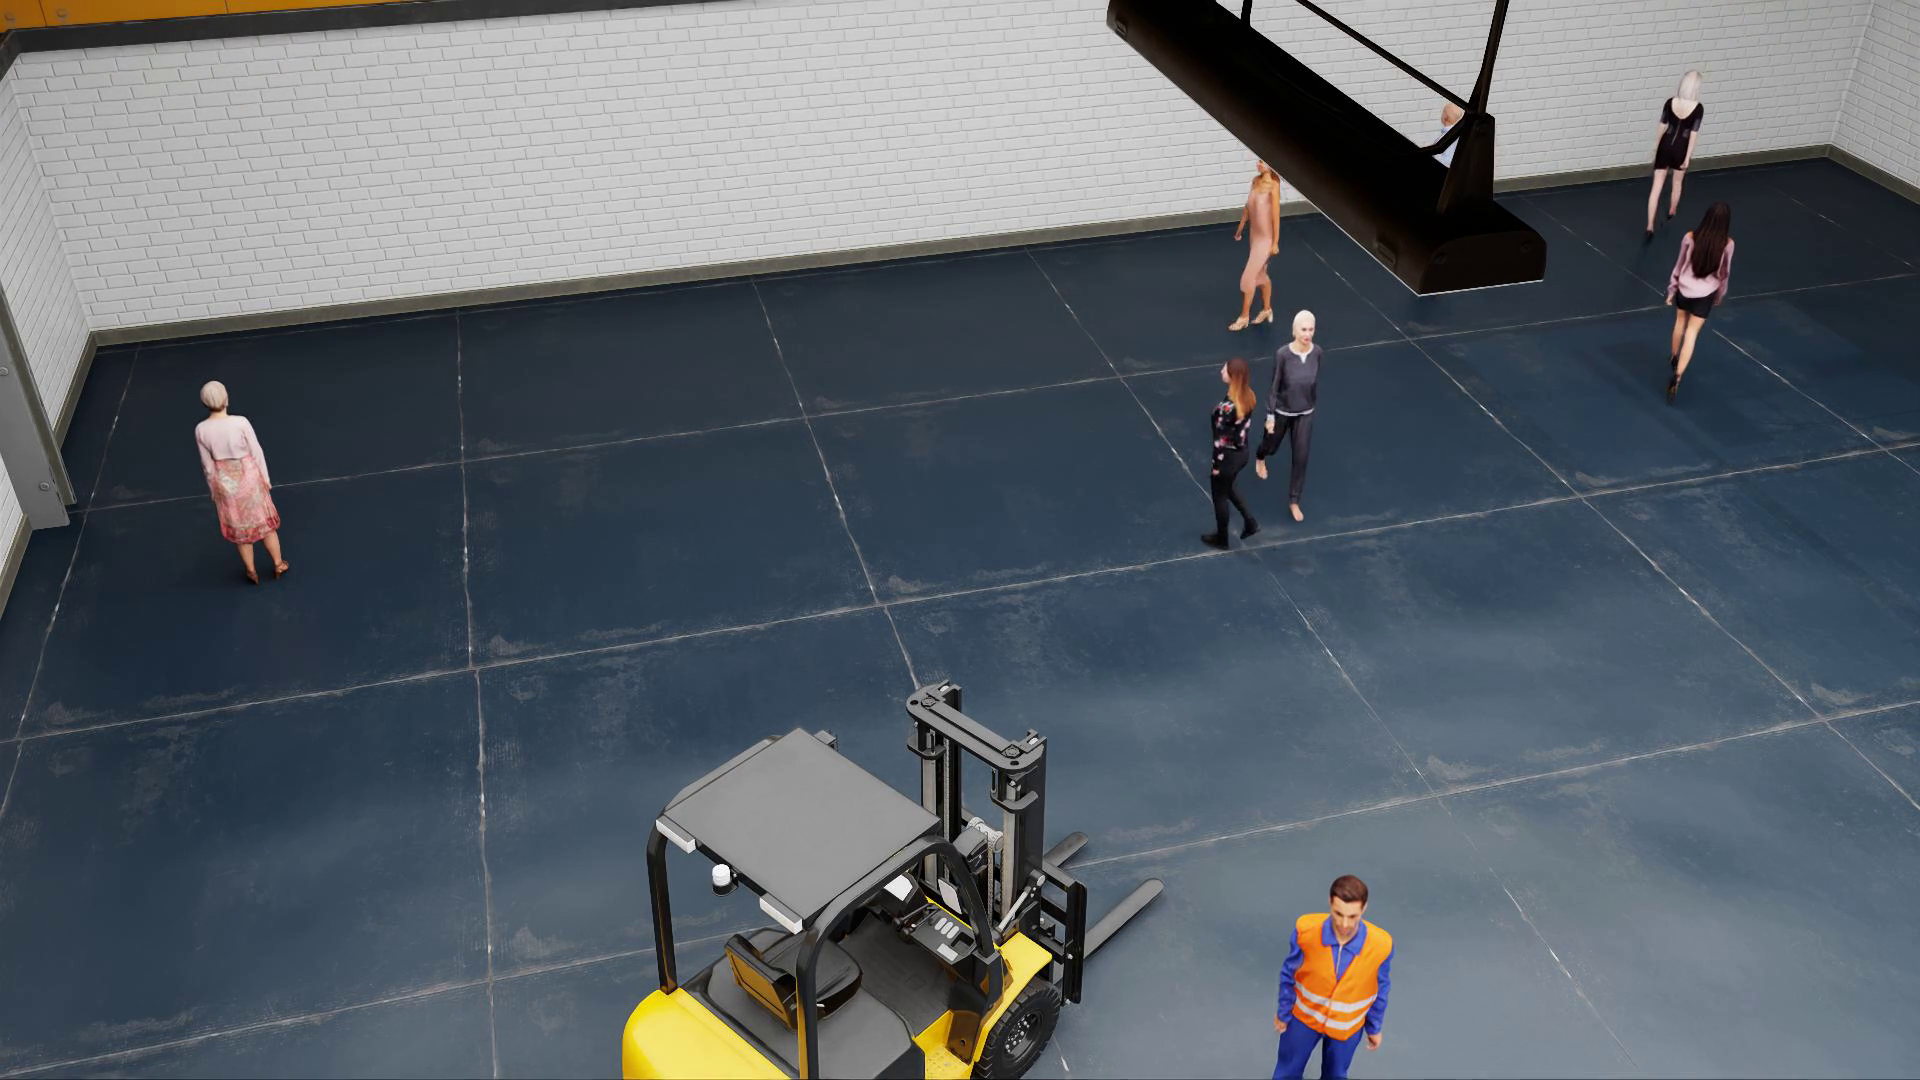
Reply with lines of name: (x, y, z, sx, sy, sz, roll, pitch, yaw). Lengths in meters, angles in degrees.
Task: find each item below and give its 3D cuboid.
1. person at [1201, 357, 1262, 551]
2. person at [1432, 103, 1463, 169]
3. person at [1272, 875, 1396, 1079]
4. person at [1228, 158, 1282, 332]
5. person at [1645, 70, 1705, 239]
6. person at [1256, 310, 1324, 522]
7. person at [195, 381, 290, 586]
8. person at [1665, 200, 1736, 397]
person: (2.152, -0.621, 12.756, 0.839, 1.670, 0.775, 22, 40, 30)
person: (4.962, -3.632, 17.176, 0.723, 1.791, 0.705, -23, 40, -30)
person: (1.797, 2.328, 8.144, 0.777, 1.863, 0.766, 6, 34, 9)
person: (3.004, -2.908, 16.067, 0.722, 1.813, 0.708, -11, 35, -16)
person: (7.633, -4.109, 17.889, 1.034, 1.796, 1.075, 19, 38, 26)
person: (2.639, -1.084, 13.428, 0.699, 1.695, 1.101, -4, 34, -6)
person: (-5.385, -0.419, 12.432, 0.613, 1.691, 0.590, -12, 35, -18)
person: (6.590, -2.120, 14.920, 1.093, 1.771, 1.171, 16, 37, 23)
